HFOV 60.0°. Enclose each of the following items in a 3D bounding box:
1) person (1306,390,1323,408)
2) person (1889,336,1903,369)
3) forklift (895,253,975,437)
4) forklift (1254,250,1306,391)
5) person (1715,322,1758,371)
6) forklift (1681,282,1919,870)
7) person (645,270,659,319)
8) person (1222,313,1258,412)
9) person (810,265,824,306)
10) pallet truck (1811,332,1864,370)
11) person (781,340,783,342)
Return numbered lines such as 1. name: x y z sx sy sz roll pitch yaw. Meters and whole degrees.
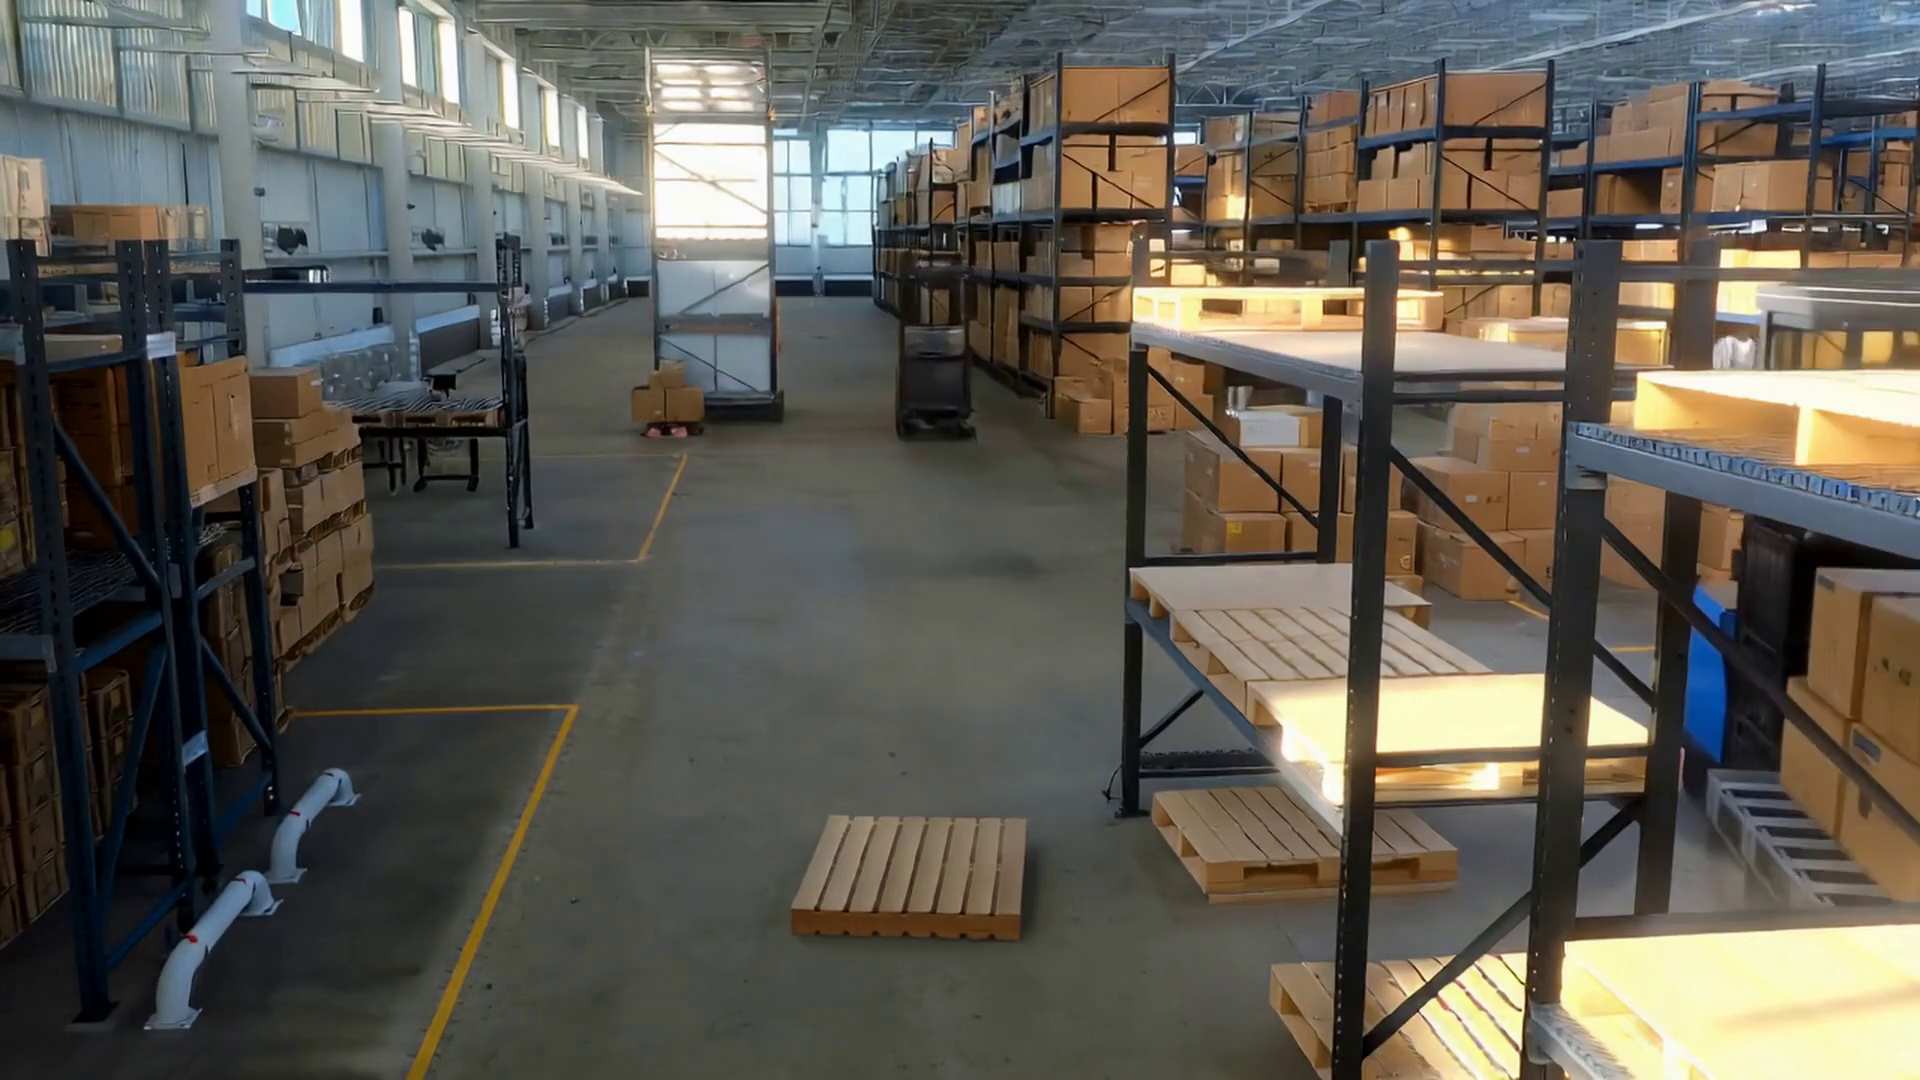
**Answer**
1. person: 4.274 -1.516 19.977 0.397 1.924 0.573 3 11 14
2. person: 19.953 -4.355 35.742 0.552 1.924 0.445 0 10 -2
3. forklift: -0.434 -3.099 26.105 1.129 2.768 1.873 -1 10 -6
4. forklift: 6.638 -4.454 33.610 1.873 2.768 1.129 -1 10 -6
5. person: 11.923 -2.438 25.472 0.639 1.797 0.945 0 10 -1
6. forklift: 4.488 0.073 8.529 1.129 2.768 1.873 2 10 9
7. person: -11.918 -9.523 64.454 0.401 1.894 0.653 10 14 43
8. person: 4.013 -2.264 23.932 0.381 1.993 0.622 -7 13 -36
9. person: -6.516 -11.607 75.944 0.631 1.912 0.759 6 12 28
10. pallet truck: 15.846 -3.142 28.793 1.885 1.965 0.823 2 10 12
11. person: -5.575 -6.603 48.511 0.888 1.803 0.579 0 10 -3
